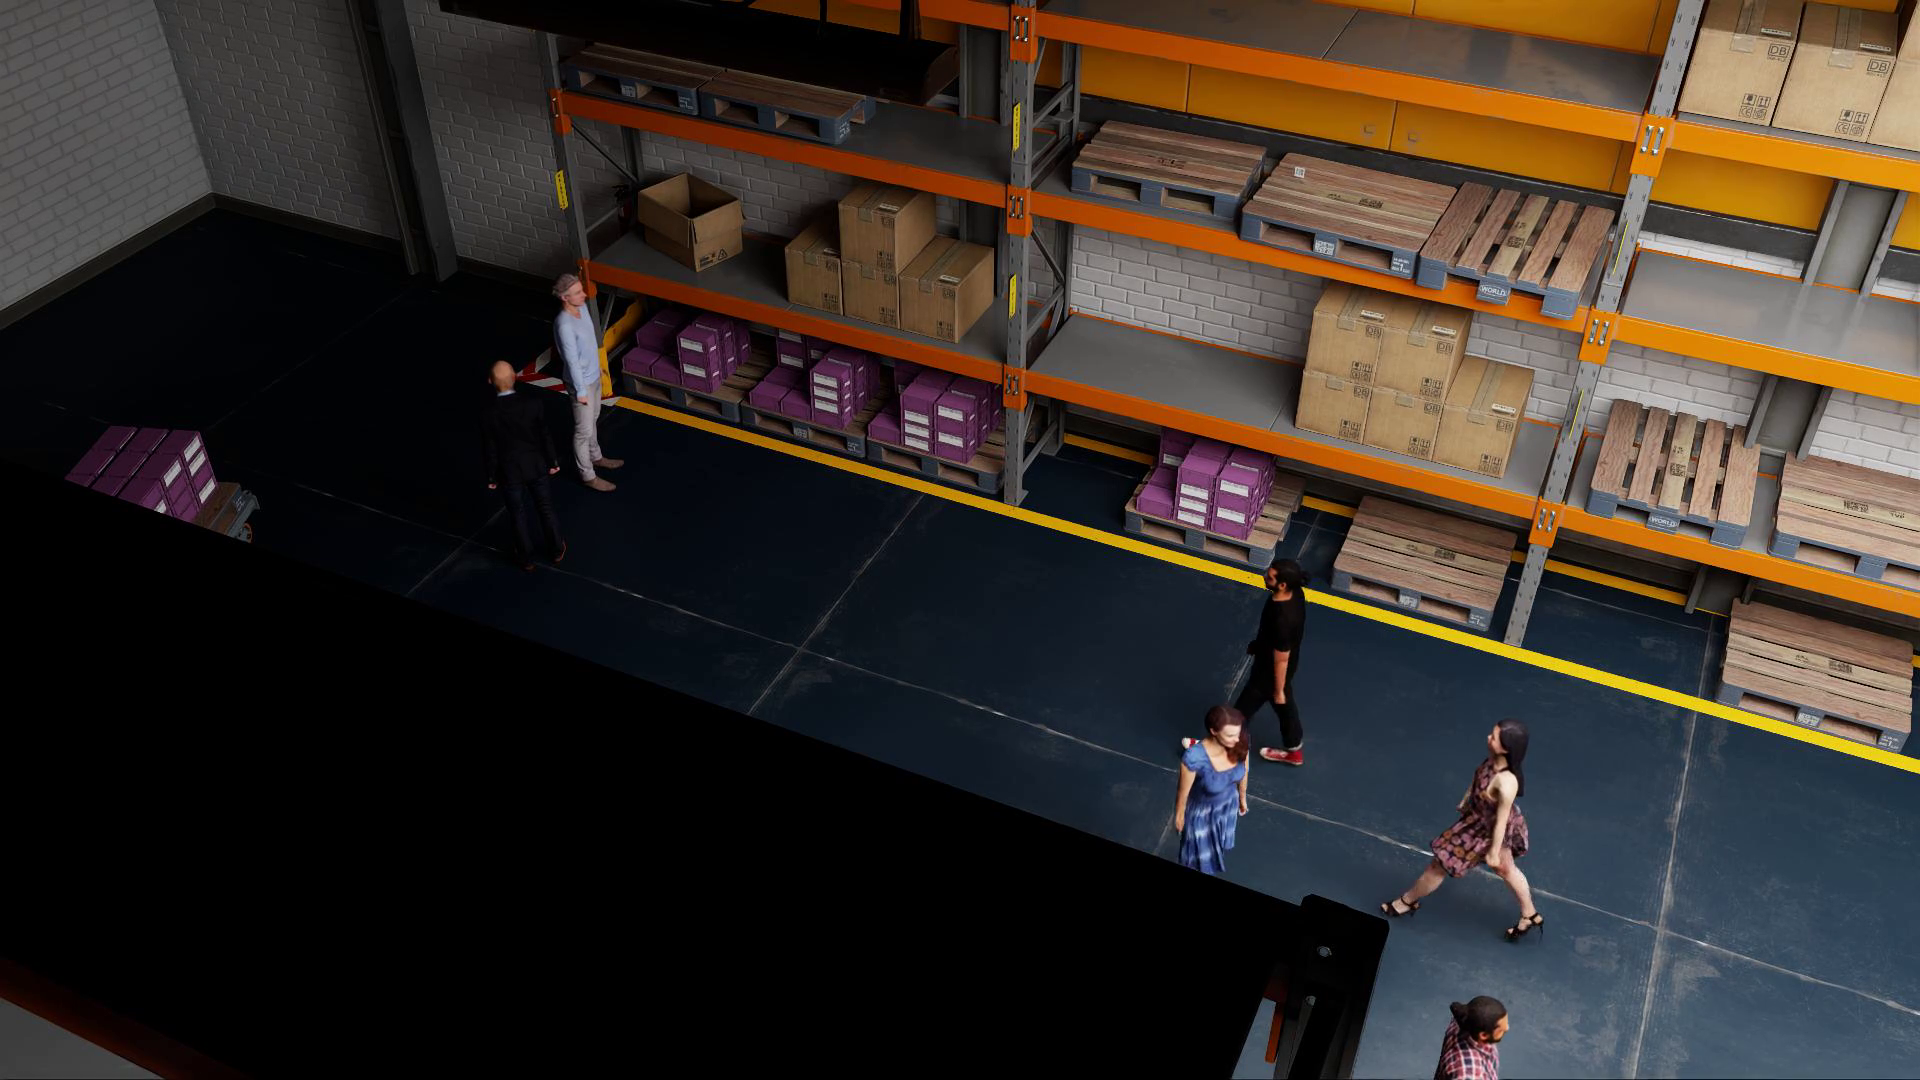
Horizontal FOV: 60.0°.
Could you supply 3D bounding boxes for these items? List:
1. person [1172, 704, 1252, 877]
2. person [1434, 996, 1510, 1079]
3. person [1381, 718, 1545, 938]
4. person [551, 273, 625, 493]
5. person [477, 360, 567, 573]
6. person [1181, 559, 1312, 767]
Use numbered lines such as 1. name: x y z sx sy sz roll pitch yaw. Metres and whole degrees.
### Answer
1. person: 1.394 1.582 9.702 0.798 1.798 0.839 -26 46 -29
2. person: 2.356 2.840 8.163 1.128 1.753 0.783 11 40 14
3. person: 3.114 1.710 9.601 1.220 1.726 0.783 8 39 10
4. person: -3.000 -1.276 13.205 0.704 1.894 0.729 3 39 4
5. person: -3.261 -0.542 12.362 0.772 1.798 0.817 -15 41 -18
6. person: 2.108 0.836 10.694 1.070 1.727 0.733 11 40 14
